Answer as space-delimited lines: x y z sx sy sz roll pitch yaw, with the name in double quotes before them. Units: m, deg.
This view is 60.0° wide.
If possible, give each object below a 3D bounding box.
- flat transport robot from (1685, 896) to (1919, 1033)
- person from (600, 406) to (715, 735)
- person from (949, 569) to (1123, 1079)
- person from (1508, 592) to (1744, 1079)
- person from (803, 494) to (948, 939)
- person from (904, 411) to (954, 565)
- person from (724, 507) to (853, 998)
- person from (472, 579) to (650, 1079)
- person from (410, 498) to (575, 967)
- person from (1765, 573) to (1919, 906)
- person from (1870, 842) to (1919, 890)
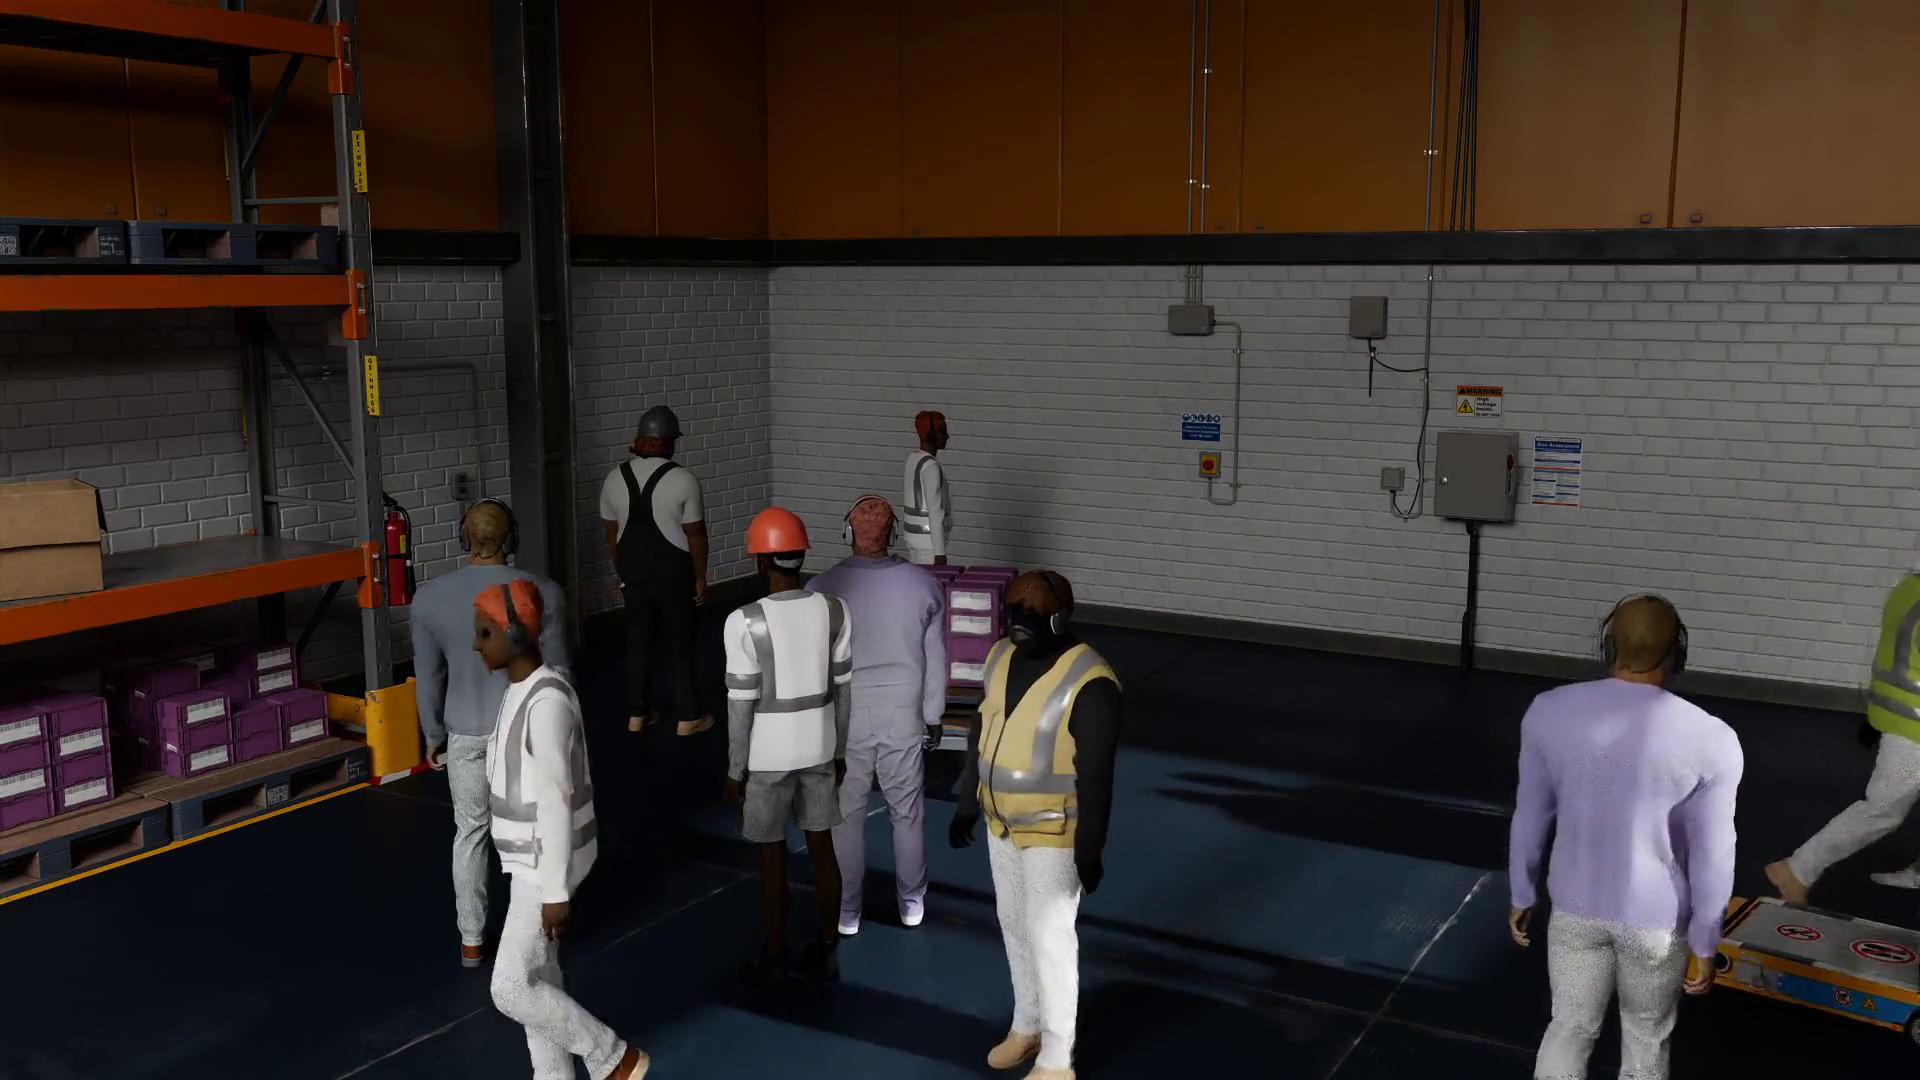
"flat transport robot" 3.496 1.674 6.477 1.431 0.197 0.652 8 12 41
"person" -1.827 0.182 10.288 0.687 2.000 0.538 3 10 19
"person" 0.272 1.001 5.800 0.439 1.835 0.644 -6 11 -35
"person" 1.892 1.114 4.871 0.643 1.910 0.716 7 11 36
"person" -0.377 0.753 7.140 0.651 1.906 0.409 -3 10 -17
"person" -0.216 0.029 11.729 0.344 1.882 0.584 -3 10 -17
"person" -0.688 0.831 6.563 0.542 1.936 0.364 -6 11 -33
"person" -1.353 1.050 5.394 0.446 1.870 0.599 -4 10 -21
"person" -1.891 0.789 6.815 0.636 1.939 0.364 -1 9 -5
"person" 4.056 0.808 7.220 0.961 1.803 0.639 3 10 17
"person" 4.499 0.738 7.424 0.571 1.848 0.550 4 10 26
